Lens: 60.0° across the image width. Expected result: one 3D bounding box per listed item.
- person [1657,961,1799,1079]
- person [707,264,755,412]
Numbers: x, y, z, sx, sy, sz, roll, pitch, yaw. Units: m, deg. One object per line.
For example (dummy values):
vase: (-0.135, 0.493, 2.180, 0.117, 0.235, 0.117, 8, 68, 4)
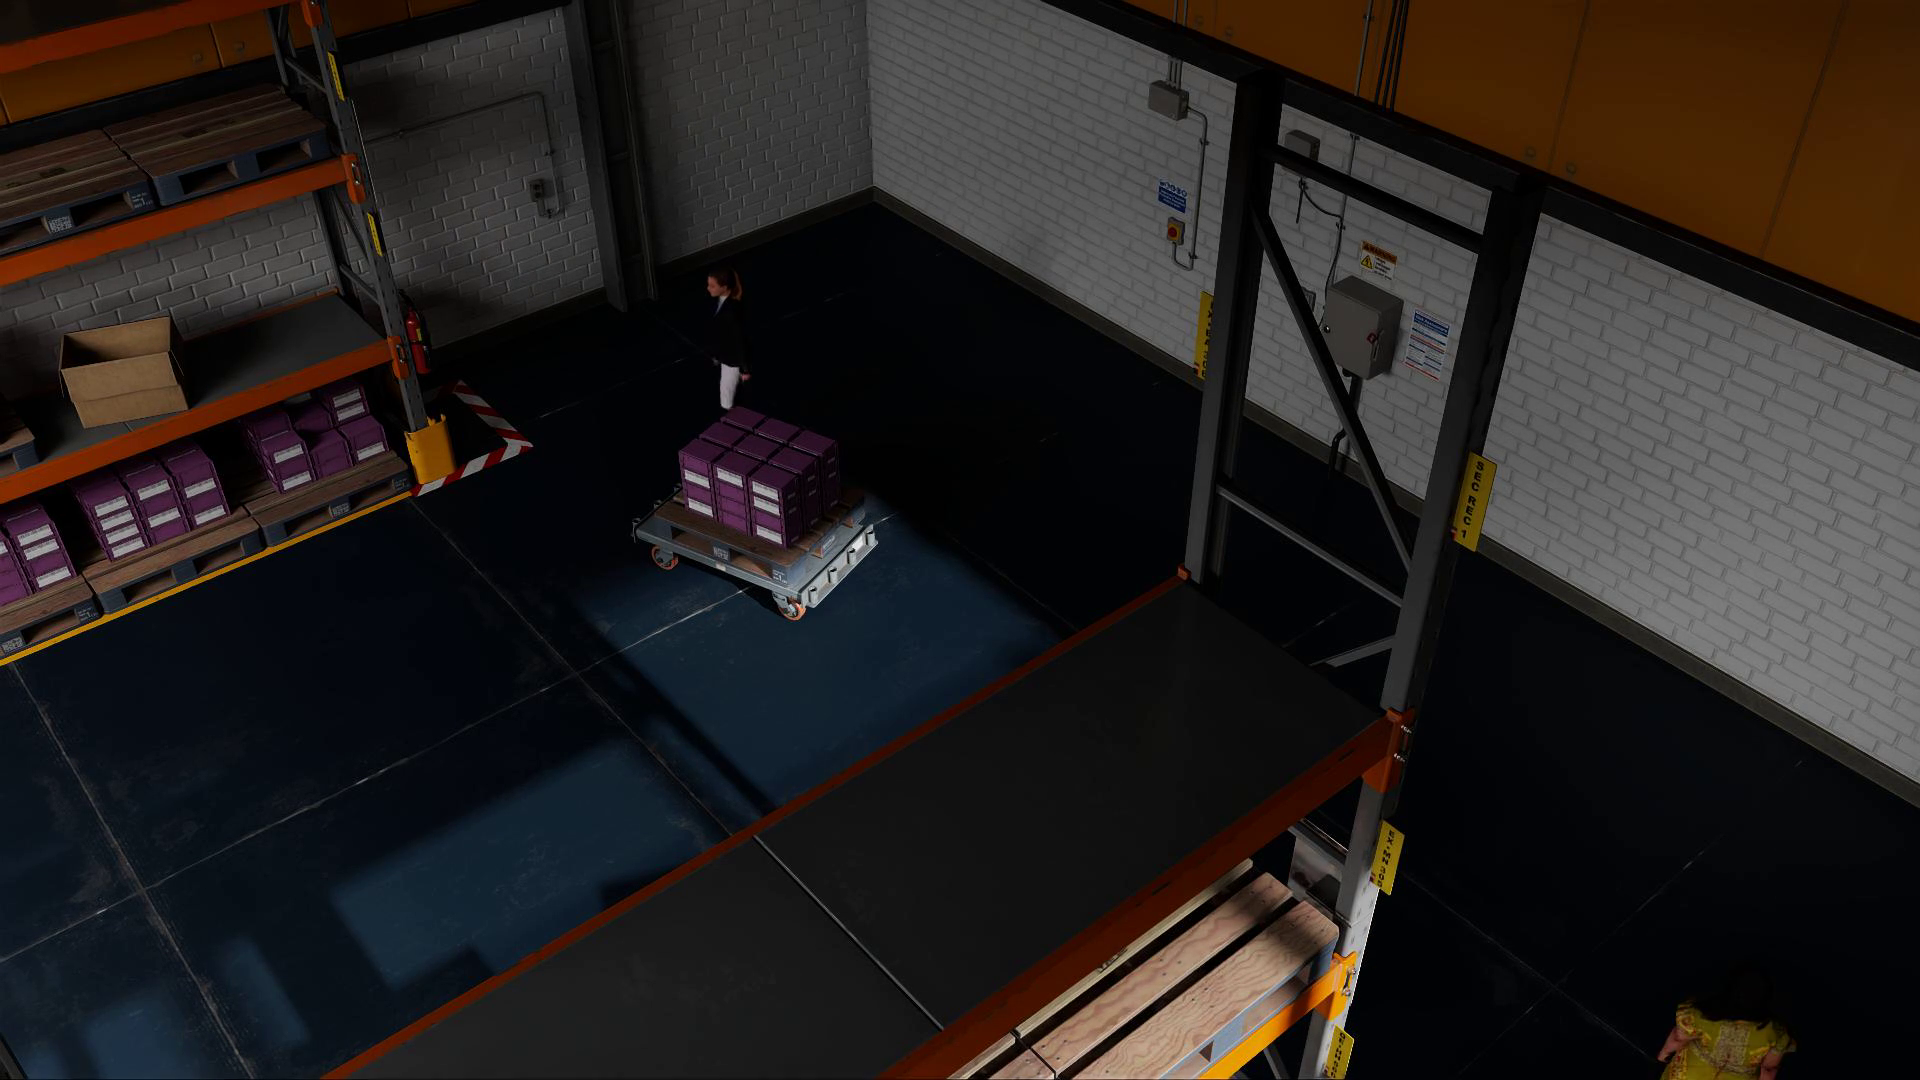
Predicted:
person: (3.663, 2.714, 8.117, 1.060, 1.638, 1.213, 11, 40, 14)
person: (-1.710, -1.445, 13.259, 0.725, 1.719, 0.657, -14, 41, -16)
